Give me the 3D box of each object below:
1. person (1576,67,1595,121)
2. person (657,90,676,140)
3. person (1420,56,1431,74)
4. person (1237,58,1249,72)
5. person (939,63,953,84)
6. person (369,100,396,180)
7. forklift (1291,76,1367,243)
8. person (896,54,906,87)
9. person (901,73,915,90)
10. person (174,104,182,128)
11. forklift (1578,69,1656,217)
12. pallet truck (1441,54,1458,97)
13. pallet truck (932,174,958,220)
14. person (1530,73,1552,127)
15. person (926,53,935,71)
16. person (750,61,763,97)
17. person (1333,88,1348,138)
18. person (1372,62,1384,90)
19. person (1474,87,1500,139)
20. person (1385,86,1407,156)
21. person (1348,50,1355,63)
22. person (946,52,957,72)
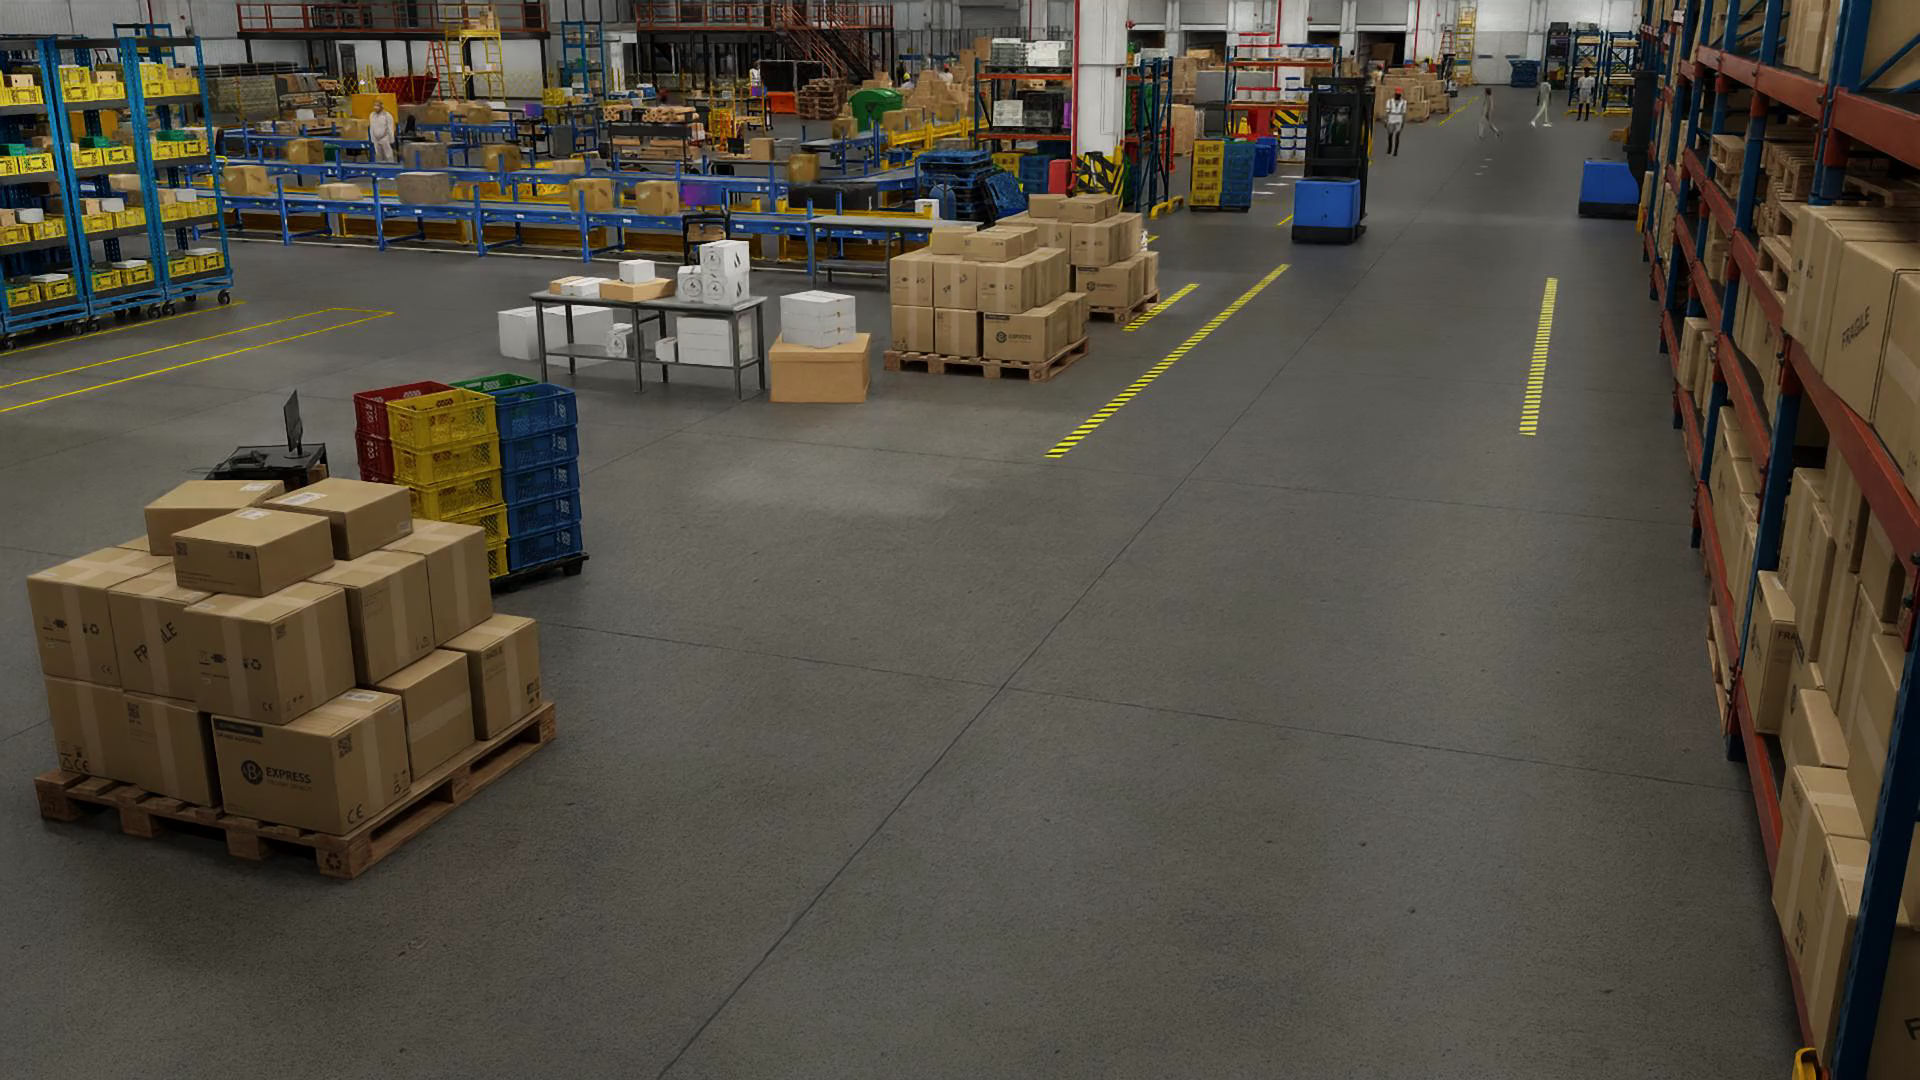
[{"bbox_3d":[23.017,-16.420,61.258,0.599,1.958,0.394,9,20,27],"label":"person"},{"bbox_3d":[-7.947,-11.137,44.774,0.544,1.881,1.011,14,22,37],"label":"person"},{"bbox_3d":[22.297,-22.434,80.319,0.987,1.862,0.623,-1,18,-3],"label":"person"},{"bbox_3d":[12.628,-20.797,74.863,0.677,2.000,0.536,13,22,35],"label":"person"},{"bbox_3d":[-0.575,-17.605,64.953,0.625,1.974,0.829,-5,18,-15],"label":"person"},{"bbox_3d":[-13.862,-9.585,39.880,0.644,1.899,0.396,6,19,18],"label":"person"},{"bbox_3d":[6.598,-6.755,29.381,1.129,2.768,1.873,6,19,19],"label":"forklift"},{"bbox_3d":[-2.932,-23.193,82.711,0.518,1.843,0.329,-4,18,-12],"label":"person"},{"bbox_3d":[-1.854,-15.368,58.136,0.403,1.837,0.591,16,23,40],"label":"person"},{"bbox_3d":[-22.028,-11.862,46.839,0.617,2.015,0.893,10,20,29],"label":"person"},{"bbox_3d":[13.219,-7.740,32.475,1.873,2.768,1.129,6,19,18],"label":"forklift"},{"bbox_3d":[22.765,-21.886,78.355,0.823,1.965,1.885,-4,18,-14],"label":"pallet truck"},{"bbox_3d":[-0.507,-5.292,27.348,0.653,1.274,1.630,6,19,19],"label":"pallet truck"},{"bbox_3d":[20.402,-15.381,58.201,0.929,1.838,0.521,-5,18,-15],"label":"person"},{"bbox_3d":[-1.477,-24.147,85.696,0.578,1.850,0.816,4,18,13],"label":"person"},{"bbox_3d":[-8.571,-19.166,69.993,0.583,1.884,0.350,-7,19,-22],"label":"person"},{"bbox_3d":[12.083,-13.540,52.792,0.512,1.590,0.846,-12,21,-34],"label":"person"},{"bbox_3d":[17.238,-18.886,69.081,0.576,1.907,0.708,-14,23,-38],"label":"person"},{"bbox_3d":[16.737,-13.495,52.613,0.699,1.612,0.521,9,20,25],"label":"person"},{"bbox_3d":[12.244,-11.784,46.768,0.555,1.912,0.823,4,18,14],"label":"person"},{"bbox_3d":[21.603,-26.099,91.846,0.430,1.845,0.622,0,18,-1],"label":"person"},{"bbox_3d":[-0.408,-24.184,85.757,0.616,1.882,0.882,4,18,11],"label":"person"}]
